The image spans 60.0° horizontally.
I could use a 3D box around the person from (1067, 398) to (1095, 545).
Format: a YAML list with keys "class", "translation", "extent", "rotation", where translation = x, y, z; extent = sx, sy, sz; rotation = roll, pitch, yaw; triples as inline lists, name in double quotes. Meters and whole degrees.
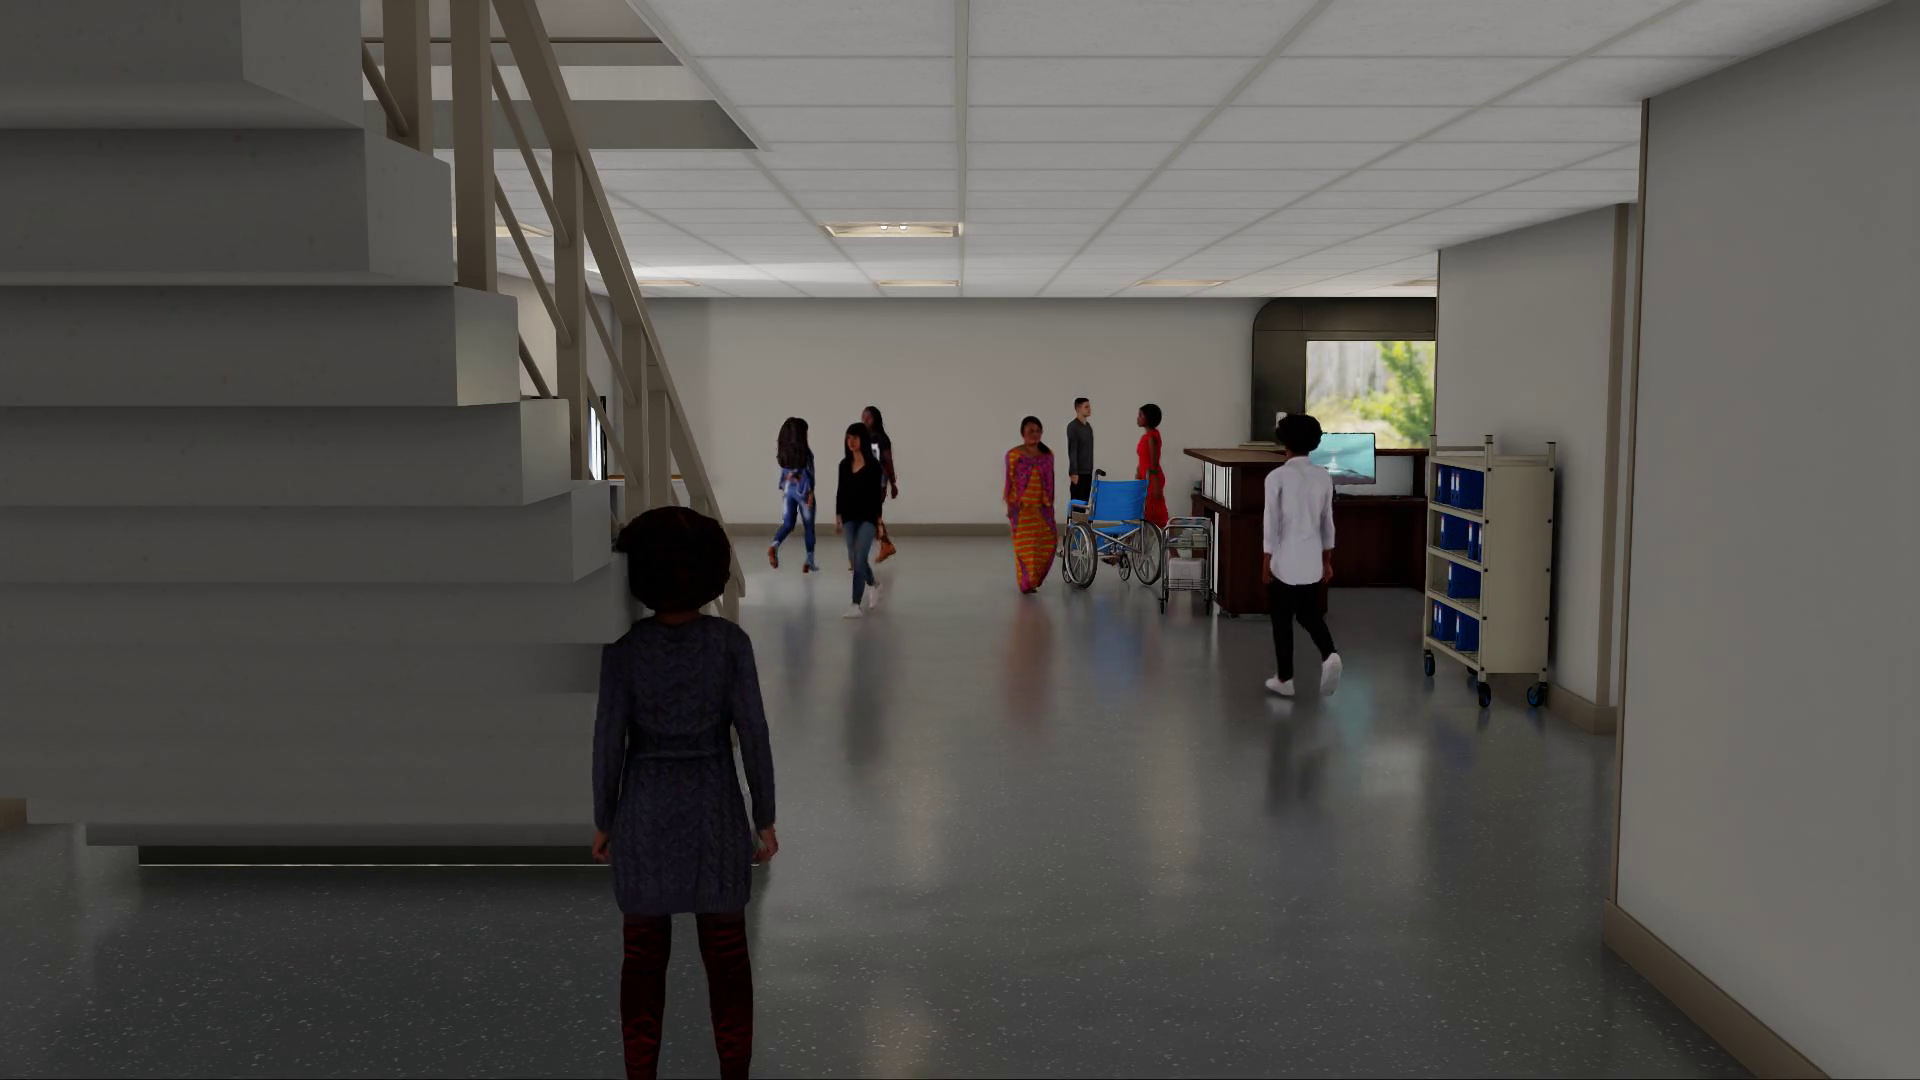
- class: "person"
  translation: [1.442, -0.820, 19.863]
  extent: [0.755, 1.760, 0.634]
  rotation: [3, 7, 29]

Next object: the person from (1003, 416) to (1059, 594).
- class: "person"
  translation: [0.654, -0.332, 15.520]
  extent: [0.774, 1.659, 0.853]
  rotation: [-2, 6, -18]

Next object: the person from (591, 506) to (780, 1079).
- class: "person"
  translation: [-0.736, 0.766, 4.366]
  extent: [0.663, 1.708, 0.551]
  rotation: [0, 6, -4]

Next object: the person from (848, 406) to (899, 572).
- class: "person"
  translation: [-0.853, -0.490, 17.072]
  extent: [1.091, 1.662, 1.361]
  rotation: [4, 7, 32]

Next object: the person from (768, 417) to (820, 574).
- class: "person"
  translation: [-1.685, -0.431, 16.808]
  extent: [0.915, 1.598, 1.071]
  rotation: [4, 7, 32]

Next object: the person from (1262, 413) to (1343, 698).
- class: "person"
  translation: [2.131, 0.123, 10.347]
  extent: [0.817, 1.790, 1.080]
  rotation: [-2, 6, -15]

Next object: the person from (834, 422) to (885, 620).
- class: "person"
  translation: [-0.807, -0.161, 14.004]
  extent: [0.867, 1.622, 1.111]
  rotation: [3, 6, 25]

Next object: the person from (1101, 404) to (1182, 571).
- class: "person"
  translation: [2.042, -0.502, 16.968]
  extent: [0.661, 1.707, 0.984]
  rotation: [0, 6, 0]
